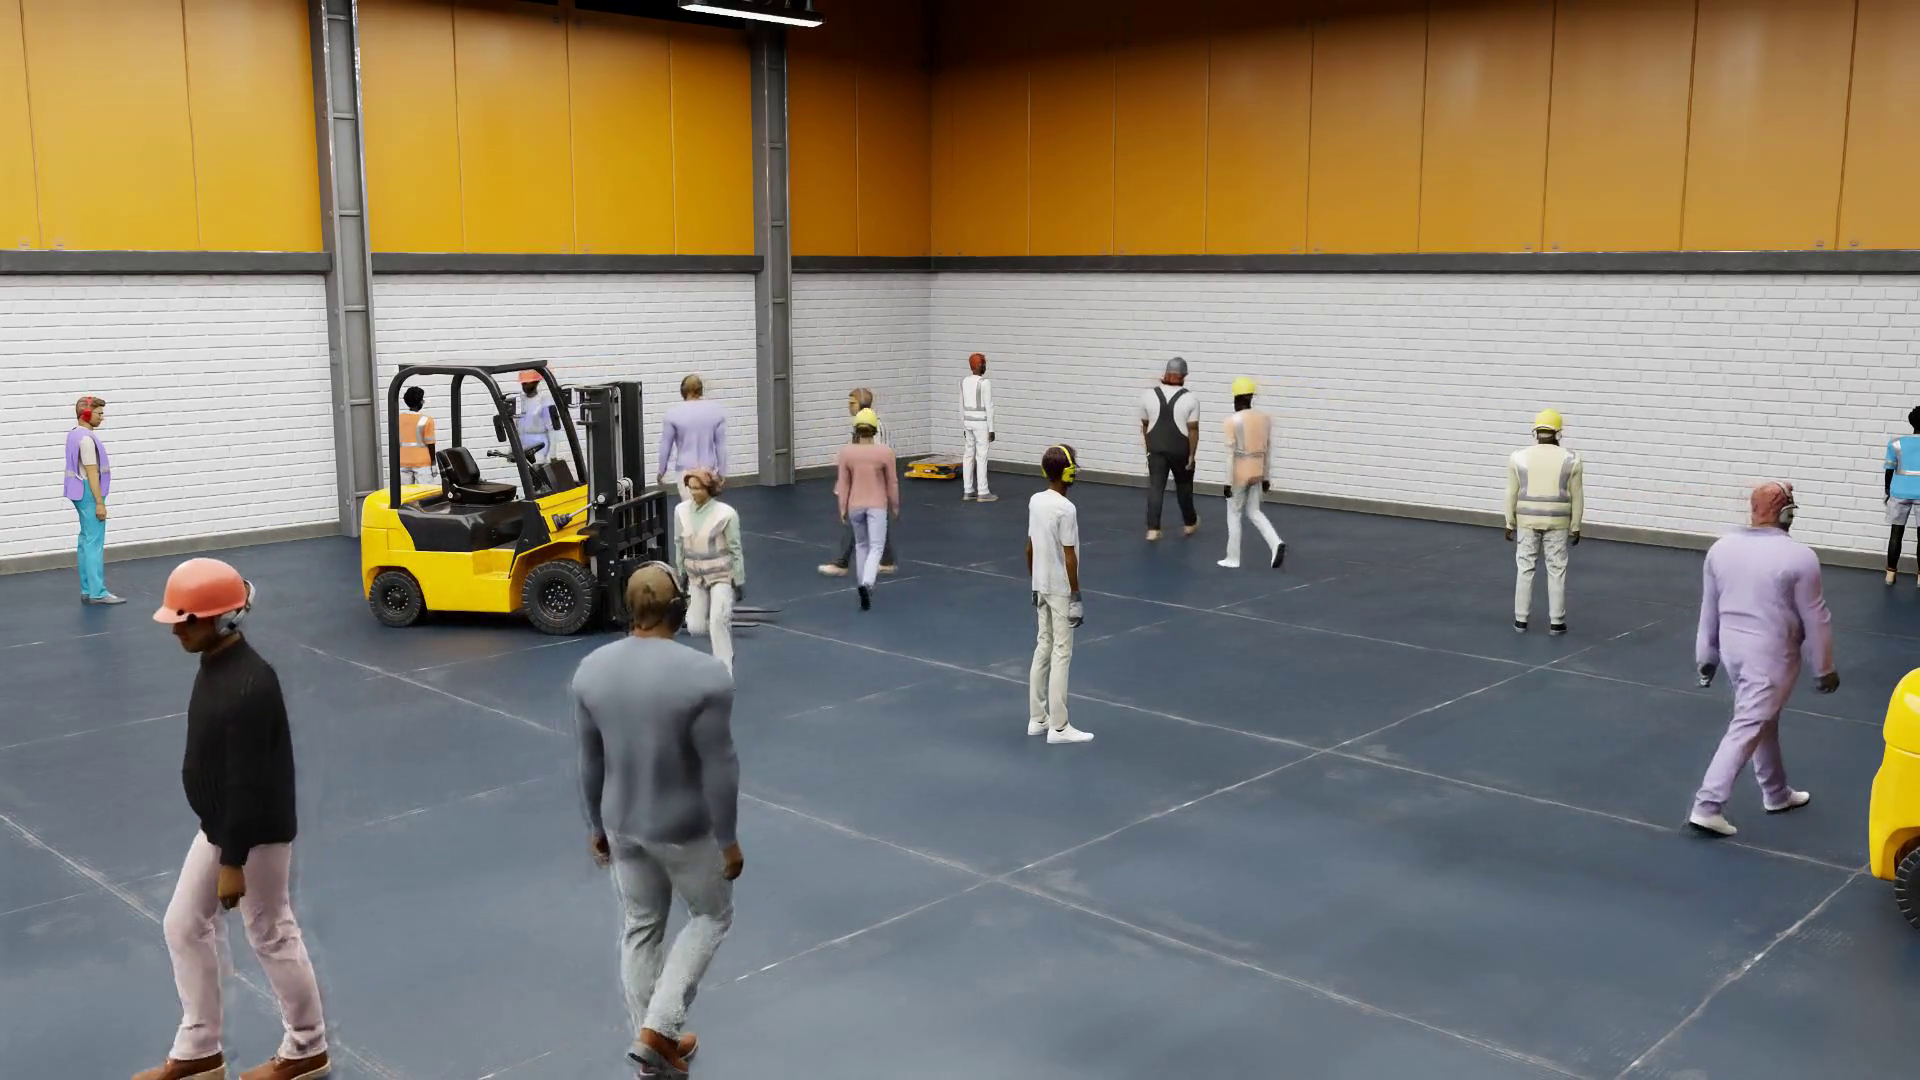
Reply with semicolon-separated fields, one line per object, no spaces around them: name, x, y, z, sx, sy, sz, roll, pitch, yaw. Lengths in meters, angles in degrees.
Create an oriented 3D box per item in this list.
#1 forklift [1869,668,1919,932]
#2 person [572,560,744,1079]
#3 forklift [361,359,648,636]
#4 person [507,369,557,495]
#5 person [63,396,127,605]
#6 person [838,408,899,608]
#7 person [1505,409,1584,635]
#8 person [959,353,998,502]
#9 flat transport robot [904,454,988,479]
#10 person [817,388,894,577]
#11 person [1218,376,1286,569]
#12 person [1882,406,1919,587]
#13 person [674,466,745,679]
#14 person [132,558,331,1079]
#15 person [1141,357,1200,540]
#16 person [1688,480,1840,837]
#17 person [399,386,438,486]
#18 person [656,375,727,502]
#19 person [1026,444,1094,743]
forklift;5.205;0.723;7.013;2.313;2.155;1.214;9;13;43
person;-1.075;1.028;5.959;0.651;1.926;0.467;4;10;21
forklift;-3.850;-0.407;13.936;2.313;2.155;1.214;2;9;11
person;-4.767;-1.050;18.872;0.572;1.899;0.946;6;11;32
person;-7.659;-0.343;14.636;0.389;1.837;0.563;-7;12;-38
person;-0.824;-0.284;14.606;0.525;1.742;0.770;2;10;13
person;4.721;-0.147;13.458;0.599;1.827;0.403;4;10;22
person;0.232;-1.429;21.156;0.355;1.885;0.574;-9;13;-42
flat transport robot;-0.189;-1.055;23.793;0.652;0.197;1.431;4;10;25
person;-1.022;-0.544;15.941;0.865;1.807;0.511;-2;9;-11
person;2.839;-0.635;16.220;0.596;1.911;0.715;-6;11;-32
person;8.870;-0.407;15.458;0.542;1.695;0.316;7;12;38
person;-1.696;0.277;11.491;0.548;1.615;0.484;5;10;28
person;-2.633;1.032;5.808;0.799;1.961;0.629;-6;11;-34
person;2.337;-1.040;18.286;0.692;2.000;1.009;4;10;25
person;4.212;0.612;8.735;1.004;1.860;0.641;-3;10;-19
person;-5.884;-0.814;17.989;0.531;1.691;0.321;3;10;18
person;-2.711;-0.697;16.632;0.647;1.894;0.964;-6;11;-34
person;0.614;0.333;10.397;0.314;1.869;0.535;-5;10;-27
